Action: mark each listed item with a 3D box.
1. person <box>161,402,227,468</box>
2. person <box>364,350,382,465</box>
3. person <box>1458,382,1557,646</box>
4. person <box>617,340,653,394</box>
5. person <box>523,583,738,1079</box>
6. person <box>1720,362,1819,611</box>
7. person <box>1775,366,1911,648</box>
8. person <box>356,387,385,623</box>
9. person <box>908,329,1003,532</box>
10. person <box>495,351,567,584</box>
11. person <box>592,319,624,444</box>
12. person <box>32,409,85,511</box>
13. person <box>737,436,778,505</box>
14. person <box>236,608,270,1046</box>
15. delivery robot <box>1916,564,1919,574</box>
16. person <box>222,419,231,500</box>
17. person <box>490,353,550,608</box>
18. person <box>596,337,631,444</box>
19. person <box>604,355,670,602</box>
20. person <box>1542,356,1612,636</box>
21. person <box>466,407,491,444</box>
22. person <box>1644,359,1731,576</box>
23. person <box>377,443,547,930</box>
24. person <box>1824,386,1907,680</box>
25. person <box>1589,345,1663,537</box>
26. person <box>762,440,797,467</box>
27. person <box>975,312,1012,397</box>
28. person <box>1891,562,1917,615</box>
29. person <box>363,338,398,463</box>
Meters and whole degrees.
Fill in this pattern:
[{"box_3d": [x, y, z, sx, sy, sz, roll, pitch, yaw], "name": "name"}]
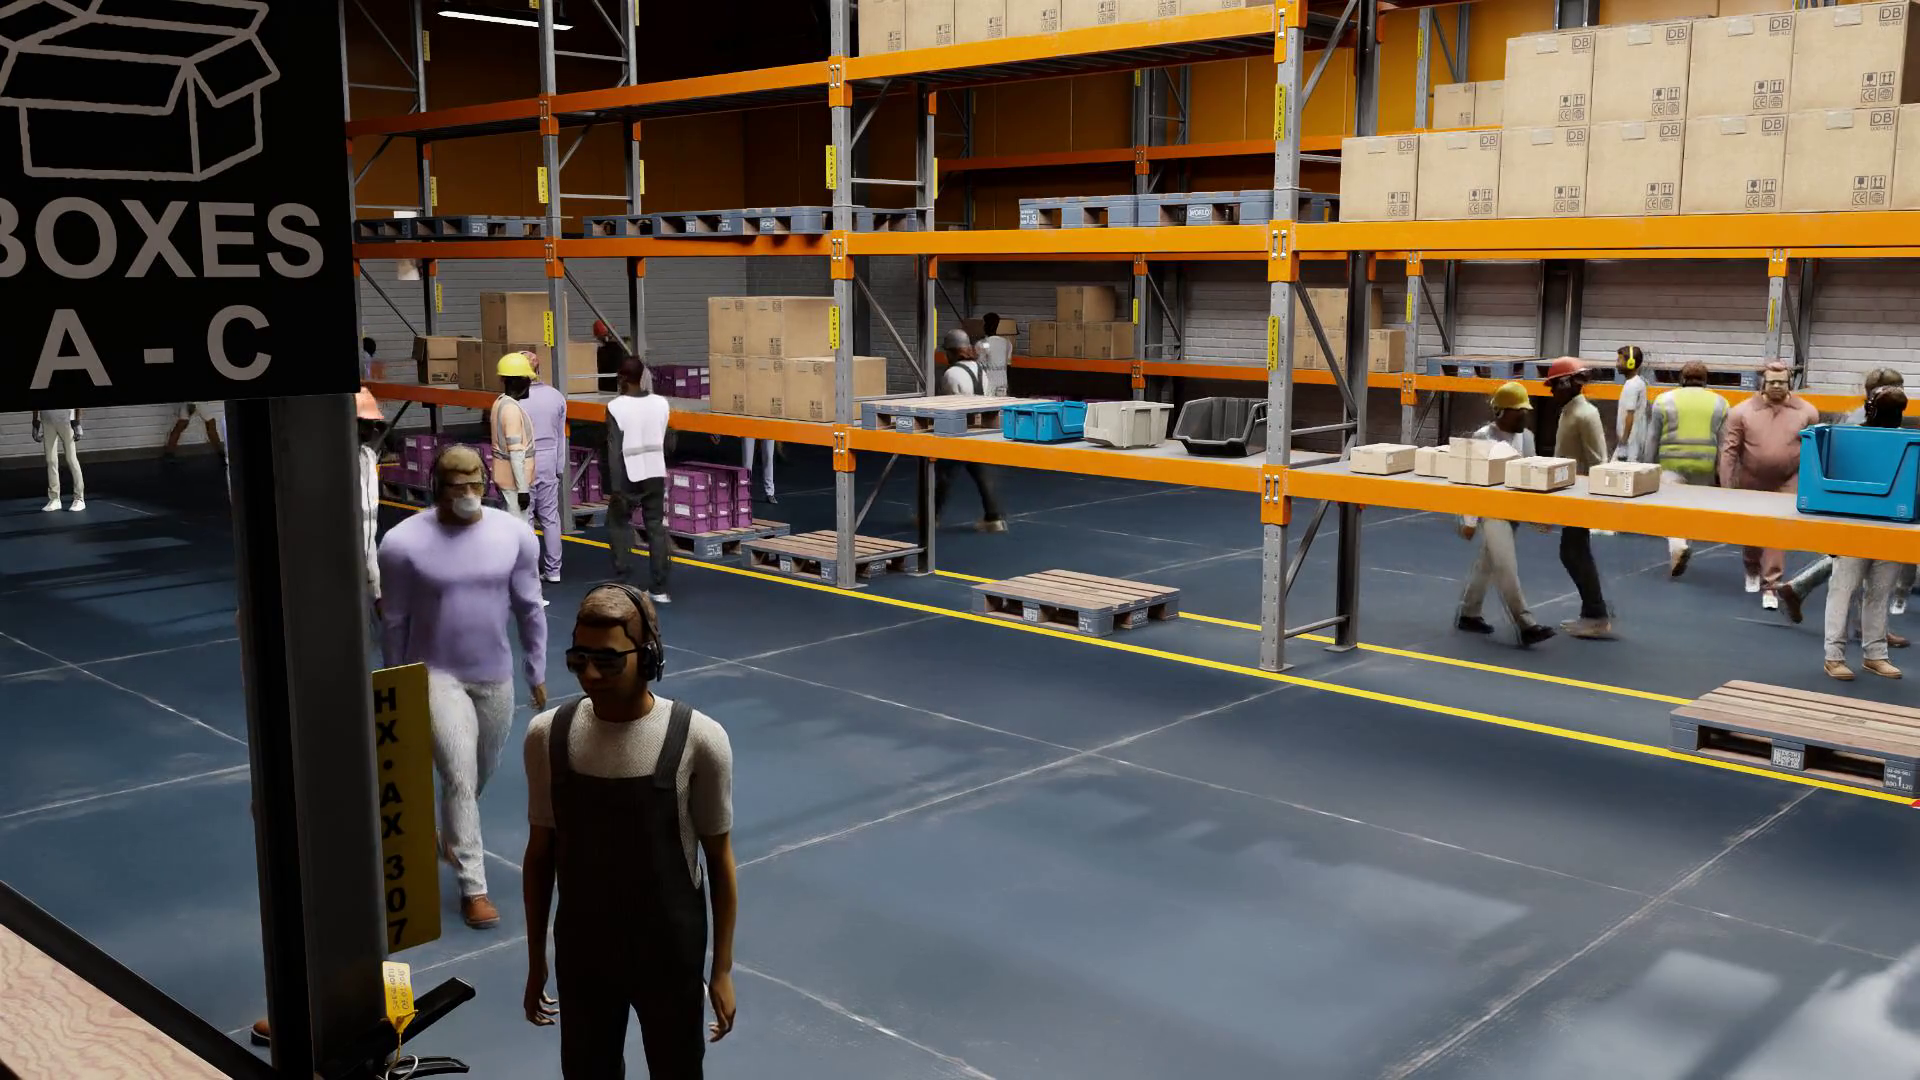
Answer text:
[{"box_3d": [-9.892, -1.867, 21.464, 0.991, 1.885, 0.560, -8, 12, -39], "name": "person"}, {"box_3d": [-7.507, -1.745, 20.651, 0.604, 1.902, 0.642, 3, 10, 18], "name": "person"}, {"box_3d": [3.792, -0.186, 11.408, 0.609, 1.780, 0.918, -7, 11, -36], "name": "person"}, {"box_3d": [-3.733, -1.463, 19.410, 0.842, 1.724, 0.563, 5, 11, 29], "name": "person"}, {"box_3d": [-0.783, 1.006, 3.941, 0.519, 1.844, 0.330, 1, 9, 7], "name": "person"}, {"box_3d": [6.224, -0.449, 12.831, 0.659, 1.861, 0.993, 4, 10, 25], "name": "person"}, {"box_3d": [6.130, -0.248, 11.448, 0.851, 1.916, 0.640, 9, 13, 44], "name": "person"}, {"box_3d": [-3.518, 0.049, 9.714, 1.013, 1.879, 0.555, 3, 10, 17], "name": "person"}, {"box_3d": [-0.004, -1.090, 16.193, 1.012, 2.000, 0.697, 6, 11, 33], "name": "person"}, {"box_3d": [-3.464, -0.562, 13.368, 0.408, 1.908, 0.645, 7, 12, 38], "name": "person"}, {"box_3d": [-4.212, -1.720, 20.344, 0.652, 1.947, 0.451, -2, 9, -10], "name": "person"}, {"box_3d": [-9.544, -1.223, 17.571, 0.516, 1.861, 0.317, 0, 9, -2], "name": "person"}, {"box_3d": [-2.188, -1.255, 18.039, 0.525, 1.772, 0.306, -3, 10, -16], "name": "person"}, {"box_3d": [-2.202, 0.701, 5.531, 0.373, 1.940, 0.628, -1, 9, -6], "name": "person"}, {"box_3d": [7.635, 0.118, 13.046, 0.477, 0.478, 0.707, -5, 11, -30], "name": "delivery robot"}, {"box_3d": [-5.094, -0.367, 12.201, 0.543, 1.903, 0.963, -9, 13, -43], "name": "person"}, {"box_3d": [-3.359, -0.450, 12.612, 0.361, 1.930, 0.585, -4, 10, -24], "name": "person"}, {"box_3d": [-4.951, -2.188, 24.350, 0.894, 1.568, 0.509, -8, 12, -40], "name": "person"}, {"box_3d": [-2.505, -0.466, 12.823, 0.632, 1.898, 0.613, 9, 13, 43], "name": "person"}, {"box_3d": [4.331, -0.308, 11.671, 0.551, 1.947, 0.643, 2, 9, 10], "name": "person"}, {"box_3d": [-6.429, -1.885, 22.452, 0.862, 1.583, 0.519, 4, 10, 22], "name": "person"}, {"box_3d": [6.076, -0.600, 13.889, 0.643, 1.813, 0.781, 2, 9, 11], "name": "person"}, {"box_3d": [-2.035, 0.525, 6.787, 0.641, 1.897, 0.976, -5, 11, -30], "name": "person"}, {"box_3d": [5.701, -0.041, 10.384, 0.626, 1.842, 0.429, -1, 9, -8], "name": "person"}, {"box_3d": [6.419, -0.928, 15.816, 0.800, 1.843, 0.531, 3, 10, 19], "name": "person"}, {"box_3d": [-2.356, -1.908, 21.571, 0.419, 1.939, 0.552, 1, 9, 5], "name": "person"}, {"box_3d": [0.440, -2.146, 22.898, 0.607, 1.967, 0.367, -7, 12, -37], "name": "person"}, {"box_3d": [7.003, -0.161, 11.961, 0.516, 1.568, 0.966, 4, 10, 22], "name": "person"}, {"box_3d": [-7.832, -1.824, 21.876, 0.847, 1.655, 0.538, -1, 9, -8], "name": "person"}]
